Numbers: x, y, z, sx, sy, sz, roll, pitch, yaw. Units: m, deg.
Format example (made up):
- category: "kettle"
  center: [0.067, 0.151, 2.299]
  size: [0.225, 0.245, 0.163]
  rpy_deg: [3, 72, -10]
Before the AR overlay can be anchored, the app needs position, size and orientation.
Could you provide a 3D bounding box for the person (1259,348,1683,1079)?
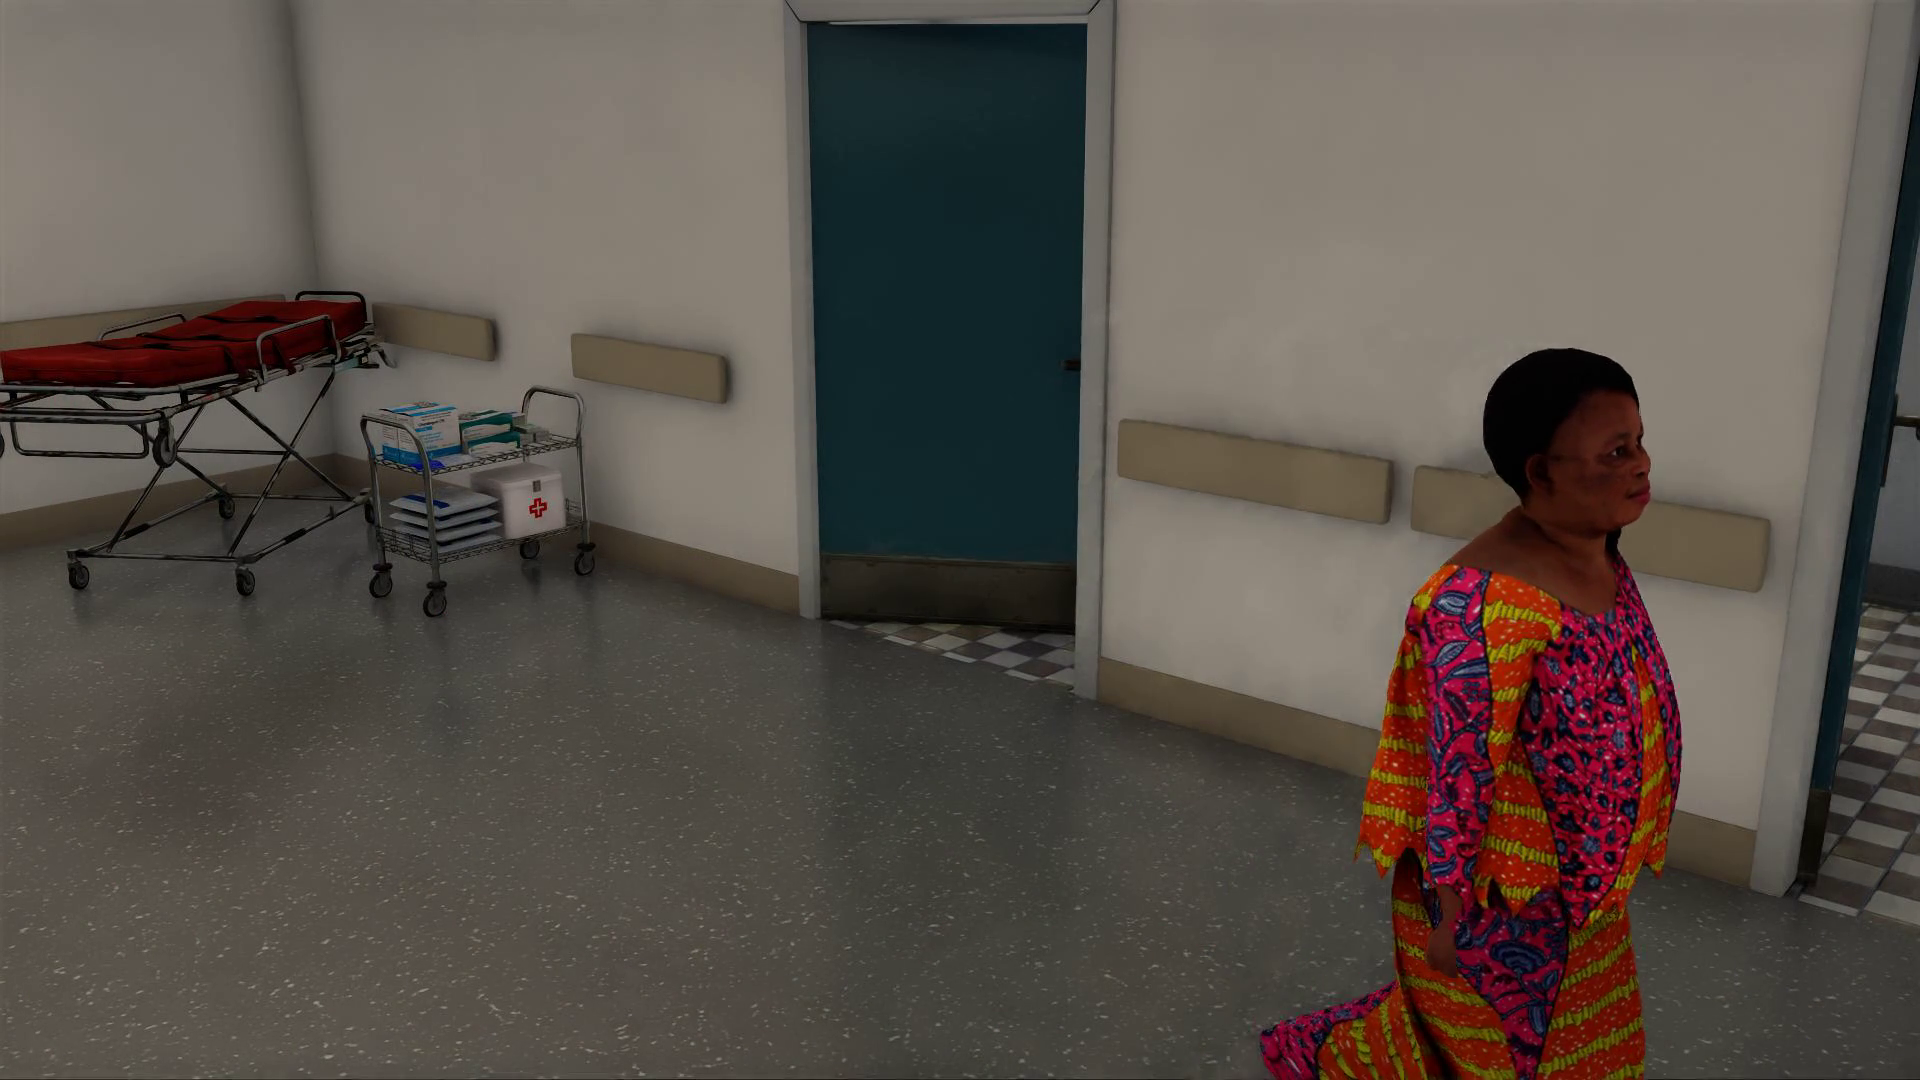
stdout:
- category: "person"
  center: [0.859, 0.490, 2.713]
  size: [0.998, 1.671, 0.684]
  rpy_deg: [11, 19, 34]
